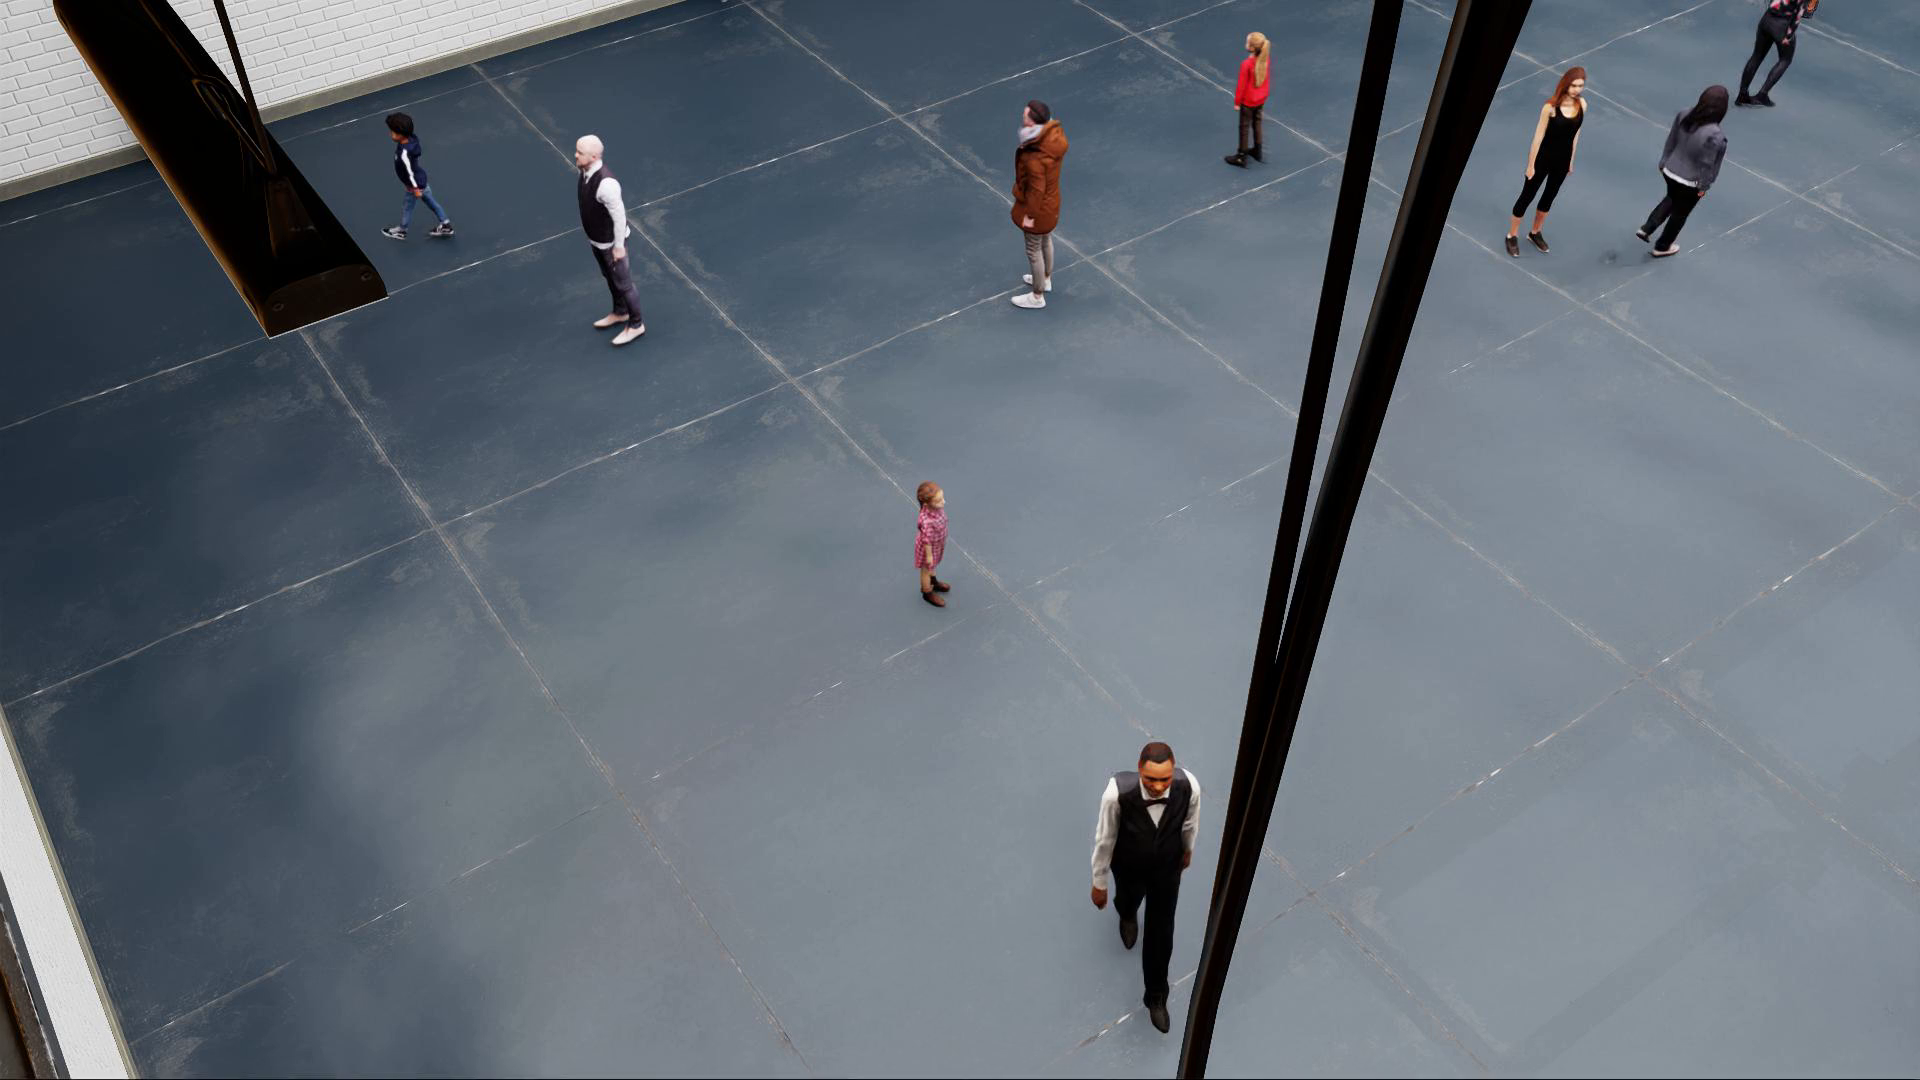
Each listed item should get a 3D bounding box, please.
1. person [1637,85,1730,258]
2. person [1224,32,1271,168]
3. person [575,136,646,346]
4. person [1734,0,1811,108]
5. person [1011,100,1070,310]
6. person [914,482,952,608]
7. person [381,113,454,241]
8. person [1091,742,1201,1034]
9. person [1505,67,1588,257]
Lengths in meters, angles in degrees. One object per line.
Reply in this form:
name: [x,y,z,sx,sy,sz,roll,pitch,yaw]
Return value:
person: [6.088,-3.085,14.056,0.797,1.588,0.764,-14,45,-15]
person: [2.687,-4.065,15.310,0.432,1.278,0.570,-29,51,-27]
person: [-2.785,-2.382,13.149,0.551,1.822,0.674,-26,49,-25]
person: [7.767,-4.913,15.915,0.640,1.670,0.643,-16,46,-16]
person: [0.651,-2.729,13.503,0.905,1.837,0.821,15,46,15]
person: [-0.195,0.002,11.226,0.565,1.022,0.497,12,45,12]
person: [-4.667,-3.124,14.387,0.907,1.189,0.756,-5,44,-5]
person: [0.979,1.622,8.906,1.237,1.877,1.201,-1,44,-1]
person: [5.009,-3.222,14.102,0.574,1.724,0.707,-9,44,-9]
